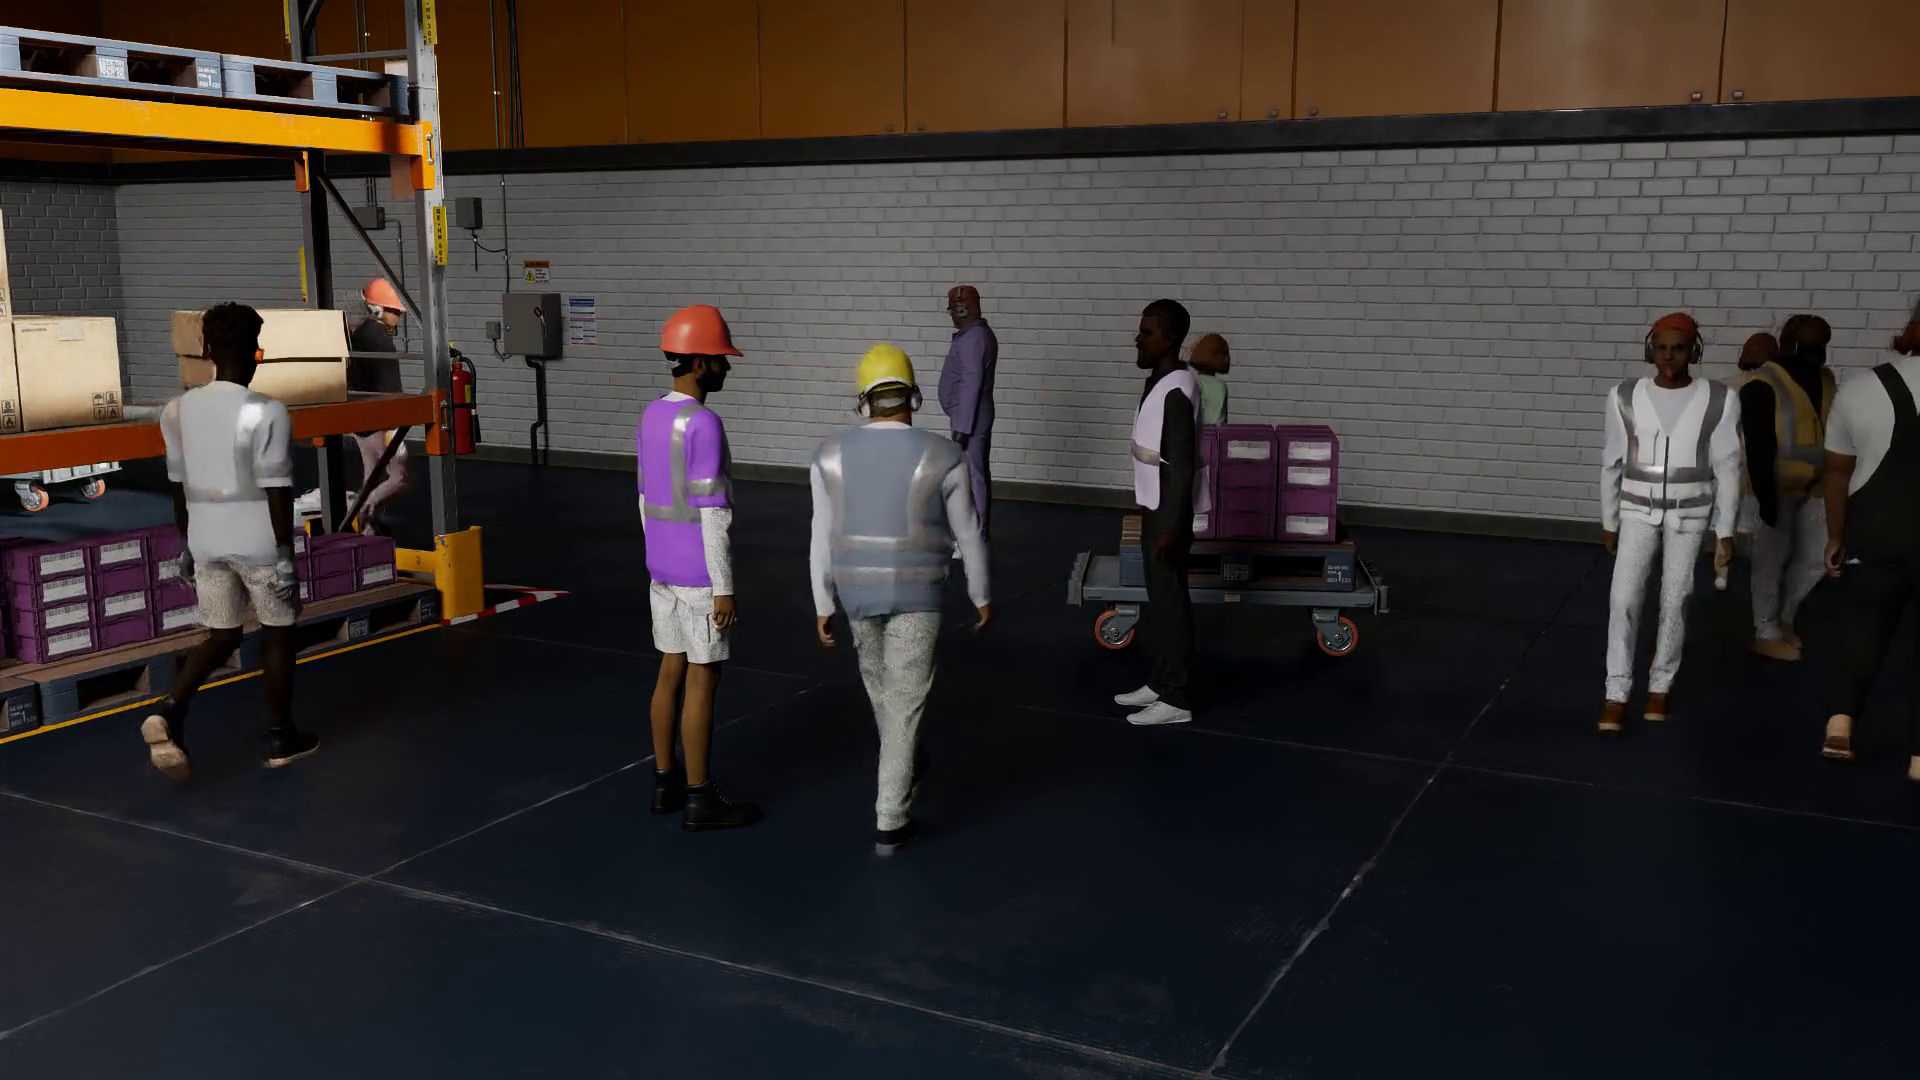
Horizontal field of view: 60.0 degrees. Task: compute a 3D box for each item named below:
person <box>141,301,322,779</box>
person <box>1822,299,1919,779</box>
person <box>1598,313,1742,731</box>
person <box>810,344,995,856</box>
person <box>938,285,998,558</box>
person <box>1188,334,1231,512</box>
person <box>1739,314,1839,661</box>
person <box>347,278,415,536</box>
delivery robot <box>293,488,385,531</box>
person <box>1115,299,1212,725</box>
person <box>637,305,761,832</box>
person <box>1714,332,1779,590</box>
[{"bbox_3d":[-2.942,0.018,6.677,0.603,1.943,0.751,3,10,16],"label":"person"},{"bbox_3d":[3.861,-0.035,6.676,0.696,2.000,0.555,9,13,41],"label":"person"},{"bbox_3d":[3.124,-0.059,7.368,0.589,1.855,0.780,5,11,25],"label":"person"},{"bbox_3d":[-0.182,0.185,6.123,0.614,1.784,0.908,3,10,19],"label":"person"},{"bbox_3d":[0.047,-0.821,11.638,0.406,1.902,0.639,2,10,10],"label":"person"},{"bbox_3d":[1.642,-0.489,10.508,0.655,1.609,0.528,-4,11,-21],"label":"person"},{"bbox_3d":[4.303,-0.265,8.654,0.647,1.820,0.430,-4,11,-23],"label":"person"},{"bbox_3d":[-3.961,-0.777,11.184,0.568,1.962,0.695,-7,12,-37],"label":"person"},{"bbox_3d":[-4.404,-0.192,11.611,0.707,0.478,0.477,-6,11,-30],"label":"delivery robot"},{"bbox_3d":[0.935,-0.127,7.554,0.387,1.921,0.594,0,10,-2],"label":"person"},{"bbox_3d":[-0.970,0.103,6.177,0.373,1.934,0.551,-7,12,-35],"label":"person"},{"bbox_3d":[4.970,-0.482,10.443,0.507,1.630,0.268,7,12,34],"label":"person"}]
